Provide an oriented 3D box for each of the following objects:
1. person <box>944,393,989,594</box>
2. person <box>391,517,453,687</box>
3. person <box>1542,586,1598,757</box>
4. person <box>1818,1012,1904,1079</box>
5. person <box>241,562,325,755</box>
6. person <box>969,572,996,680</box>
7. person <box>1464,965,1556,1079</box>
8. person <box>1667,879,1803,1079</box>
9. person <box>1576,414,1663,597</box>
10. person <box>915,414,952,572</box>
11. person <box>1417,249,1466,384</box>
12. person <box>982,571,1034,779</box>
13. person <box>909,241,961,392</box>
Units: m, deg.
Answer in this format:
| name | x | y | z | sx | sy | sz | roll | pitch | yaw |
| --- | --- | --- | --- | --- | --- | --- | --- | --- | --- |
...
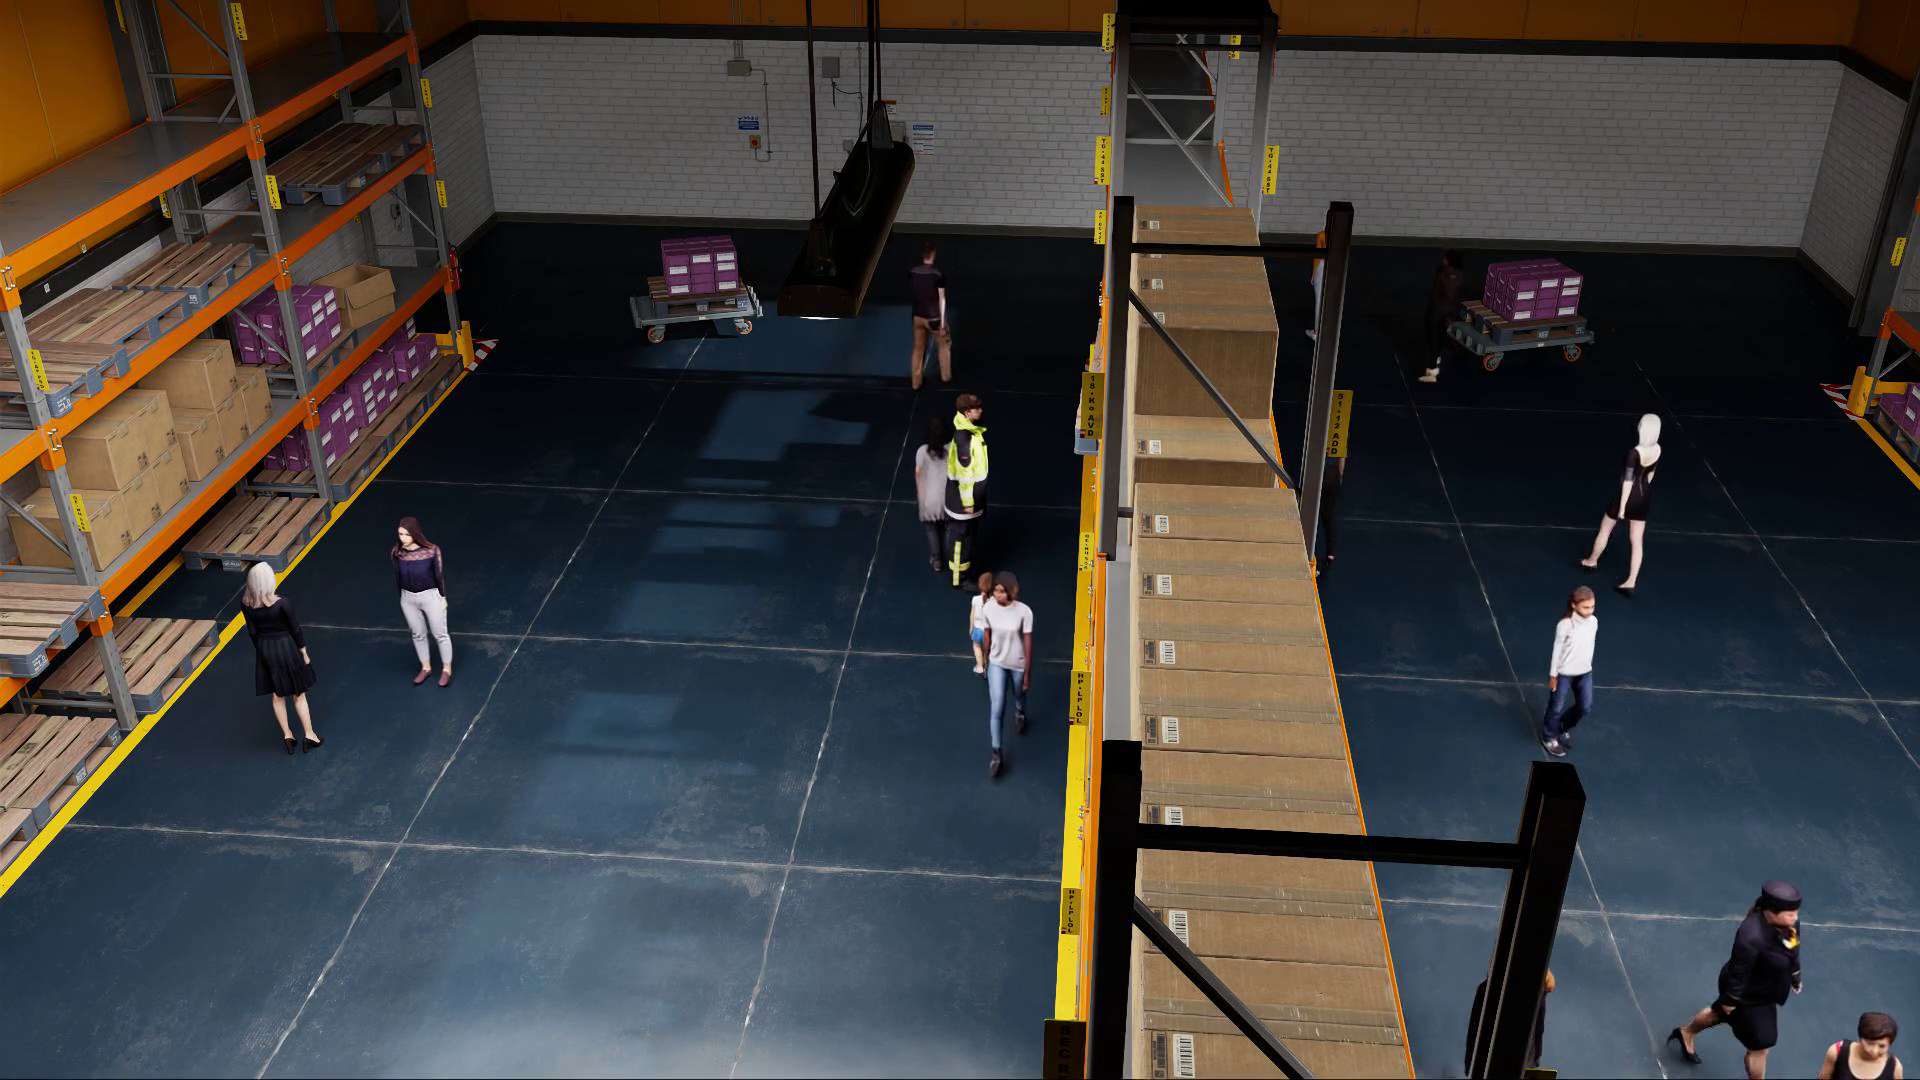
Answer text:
| name | x | y | z | sx | sy | sz | roll | pitch | yaw |
| --- | --- | --- | --- | --- | --- | --- | --- | --- | --- |
| person | 0.054 | -0.483 | 15.747 | 0.829 | 1.982 | 0.577 | 4 | 29 | 7 |
| person | -4.616 | 0.525 | 14.292 | 0.585 | 1.608 | 0.521 | 2 | 29 | 3 |
| person | 4.899 | 1.016 | 13.455 | 0.629 | 1.548 | 0.654 | -6 | 29 | -10 |
| person | 5.038 | 3.231 | 9.427 | 0.754 | 1.515 | 1.074 | 10 | 30 | 18 |
| person | -5.457 | 0.947 | 13.372 | 0.607 | 1.747 | 0.576 | 0 | 29 | 0 |
| person | 0.221 | 0.771 | 14.463 | 0.469 | 1.011 | 0.472 | -4 | 29 | -7 |
| person | 3.172 | 2.970 | 9.793 | 0.653 | 1.623 | 0.638 | -2 | 29 | -3 |
| person | 4.795 | 2.722 | 10.234 | 1.100 | 1.636 | 1.150 | -22 | 36 | -34 |
| person | 6.370 | -0.292 | 15.590 | 0.883 | 1.798 | 1.066 | -11 | 31 | -20 |
| person | -0.190 | -0.408 | 16.019 | 0.742 | 1.592 | 0.801 | -8 | 30 | -14 |
| person | 5.817 | -2.801 | 20.350 | 0.852 | 1.646 | 1.107 | -3 | 29 | -5 |
| person | 0.422 | 0.980 | 13.386 | 0.683 | 1.677 | 1.178 | 5 | 29 | 10 |
| person | -0.441 | -2.641 | 19.879 | 0.895 | 1.815 | 1.012 | 16 | 32 | 27 |
